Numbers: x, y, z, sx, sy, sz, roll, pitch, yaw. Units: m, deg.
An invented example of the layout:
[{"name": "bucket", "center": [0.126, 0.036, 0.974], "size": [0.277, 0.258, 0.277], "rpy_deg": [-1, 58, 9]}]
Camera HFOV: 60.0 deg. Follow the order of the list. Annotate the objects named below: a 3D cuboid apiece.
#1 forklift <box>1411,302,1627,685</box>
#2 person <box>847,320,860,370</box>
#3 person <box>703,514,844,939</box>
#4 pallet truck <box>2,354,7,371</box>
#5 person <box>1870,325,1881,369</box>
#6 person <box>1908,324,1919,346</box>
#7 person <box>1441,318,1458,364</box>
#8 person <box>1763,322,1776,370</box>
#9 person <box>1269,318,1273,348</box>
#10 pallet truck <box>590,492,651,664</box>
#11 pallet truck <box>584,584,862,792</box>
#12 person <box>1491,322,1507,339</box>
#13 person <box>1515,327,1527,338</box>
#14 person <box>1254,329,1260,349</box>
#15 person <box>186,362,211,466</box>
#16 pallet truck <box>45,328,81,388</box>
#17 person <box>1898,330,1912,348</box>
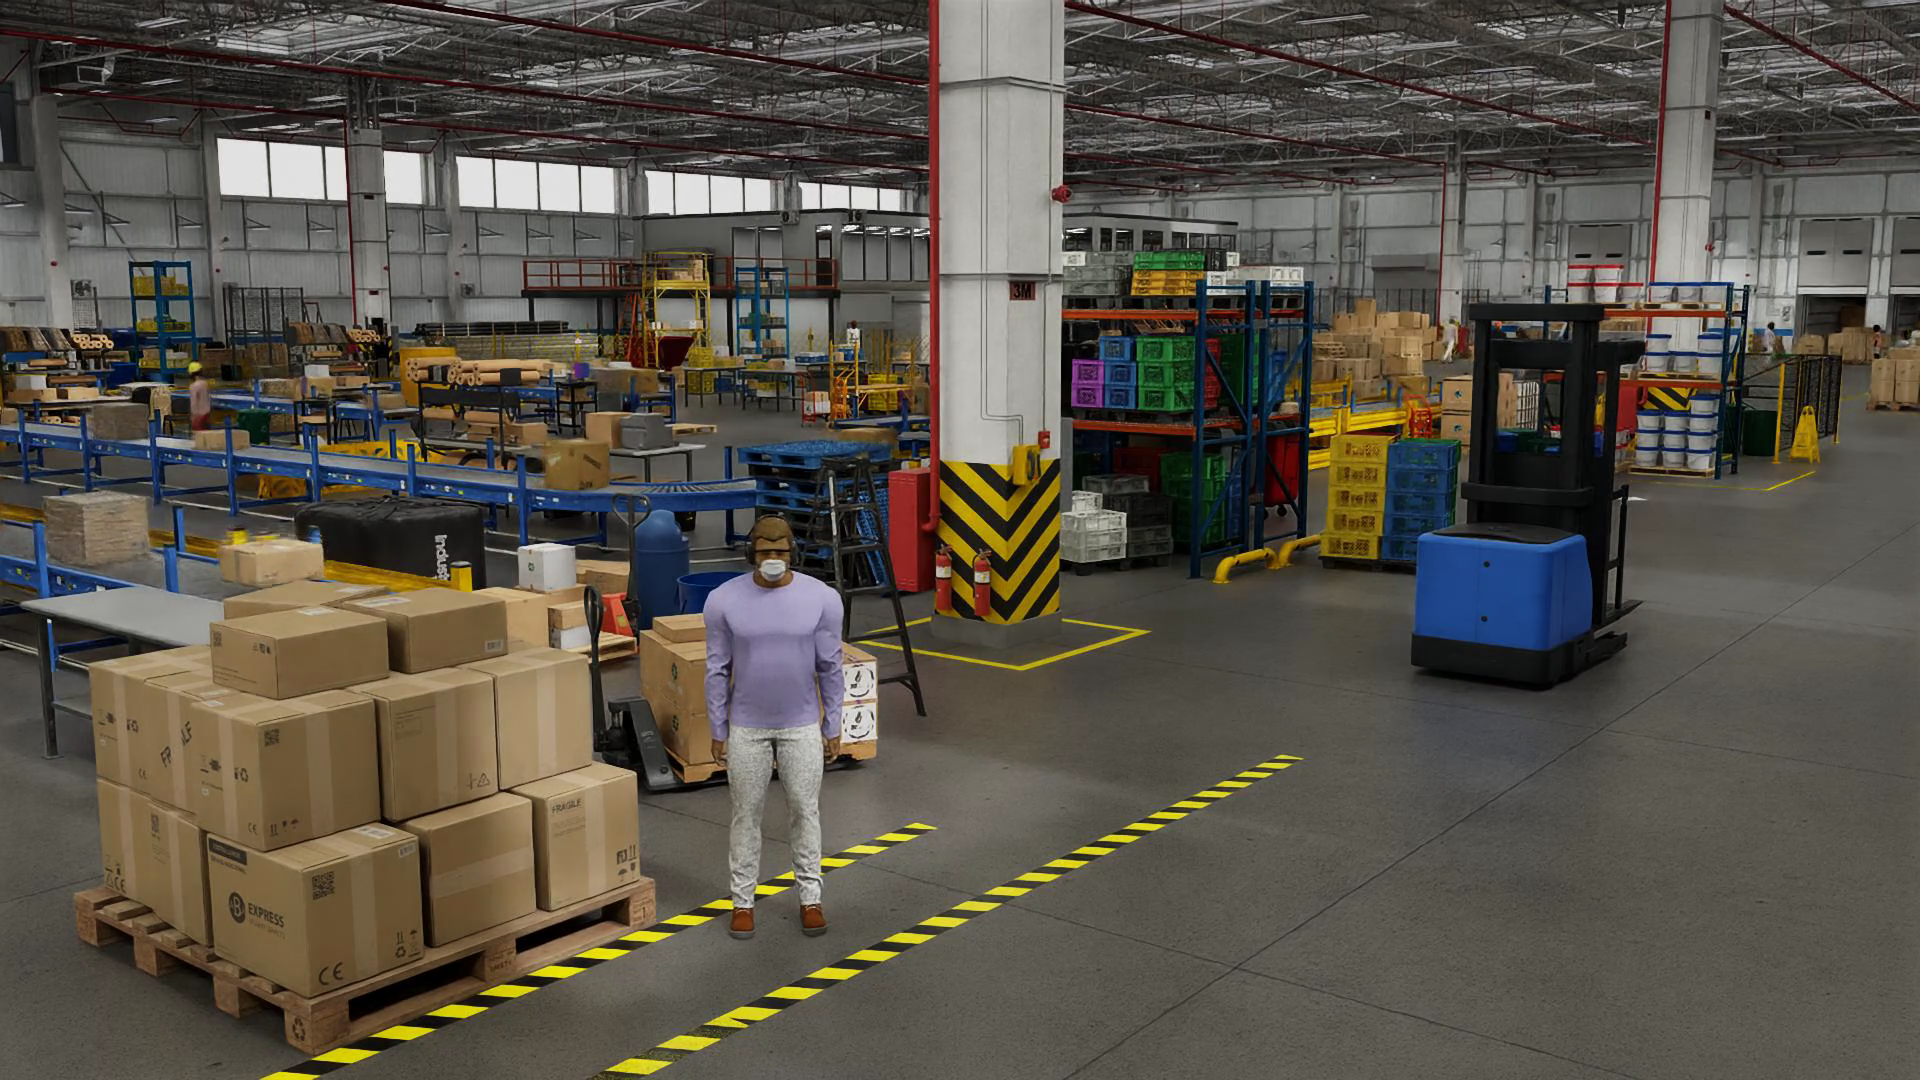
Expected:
[{"name": "forklift", "center": [4.379, -0.438, 12.852], "size": [1.129, 2.768, 1.873], "rpy_deg": [7, 11, 37]}, {"name": "person", "center": [-4.003, -7.320, 62.582], "size": [0.574, 1.887, 0.355], "rpy_deg": [-6, 11, -37]}, {"name": "person", "center": [-0.831, 0.836, 7.474], "size": [0.624, 1.931, 0.377], "rpy_deg": [-1, 8, -7]}, {"name": "pallet truck", "center": [-24.881, -4.417, 42.634], "size": [1.885, 1.965, 0.823], "rpy_deg": [8, 11, 41]}, {"name": "person", "center": [35.280, -7.438, 64.032], "size": [0.325, 1.690, 0.536], "rpy_deg": [7, 11, 38]}, {"name": "person", "center": [31.646, -6.210, 55.075], "size": [0.674, 1.890, 0.839], "rpy_deg": [5, 10, 31]}, {"name": "person", "center": [19.925, -8.099, 67.792], "size": [0.914, 1.914, 0.631], "rpy_deg": [-6, 10, -34]}, {"name": "person", "center": [30.421, -7.272, 62.479], "size": [0.453, 1.829, 0.628], "rpy_deg": [6, 10, 36]}, {"name": "person", "center": [16.392, -11.131, 87.982], "size": [0.532, 1.973, 0.620], "rpy_deg": [6, 10, 33]}, {"name": "pallet truck", "center": [-3.115, 0.344, 12.883], "size": [0.653, 1.274, 1.630], "rpy_deg": [7, 11, 37]}, {"name": "pallet truck", "center": [-1.426, 0.805, 10.019], "size": [1.601, 1.201, 0.680], "rpy_deg": [-4, 9, -26]}, {"name": "person", "center": [18.224, -6.435, 56.416], "size": [0.626, 1.952, 1.012], "rpy_deg": [2, 9, 11]}, {"name": "person", "center": [15.004, -4.731, 44.610], "size": [0.685, 2.000, 0.995], "rpy_deg": [-3, 9, -17]}, {"name": "person", "center": [15.499, -10.829, 86.435], "size": [0.519, 1.827, 0.671], "rpy_deg": [8, 11, 42]}, {"name": "person", "center": [-12.707, -2.107, 27.851], "size": [0.434, 1.751, 0.544], "rpy_deg": [1, 8, 5]}, {"name": "pallet truck", "center": [-23.775, -4.544, 43.495], "size": [1.885, 1.965, 0.823], "rpy_deg": [6, 10, 35]}, {"name": "person", "center": [27.195, -5.119, 47.851], "size": [0.404, 1.851, 0.549], "rpy_deg": [0, 8, 2]}]
